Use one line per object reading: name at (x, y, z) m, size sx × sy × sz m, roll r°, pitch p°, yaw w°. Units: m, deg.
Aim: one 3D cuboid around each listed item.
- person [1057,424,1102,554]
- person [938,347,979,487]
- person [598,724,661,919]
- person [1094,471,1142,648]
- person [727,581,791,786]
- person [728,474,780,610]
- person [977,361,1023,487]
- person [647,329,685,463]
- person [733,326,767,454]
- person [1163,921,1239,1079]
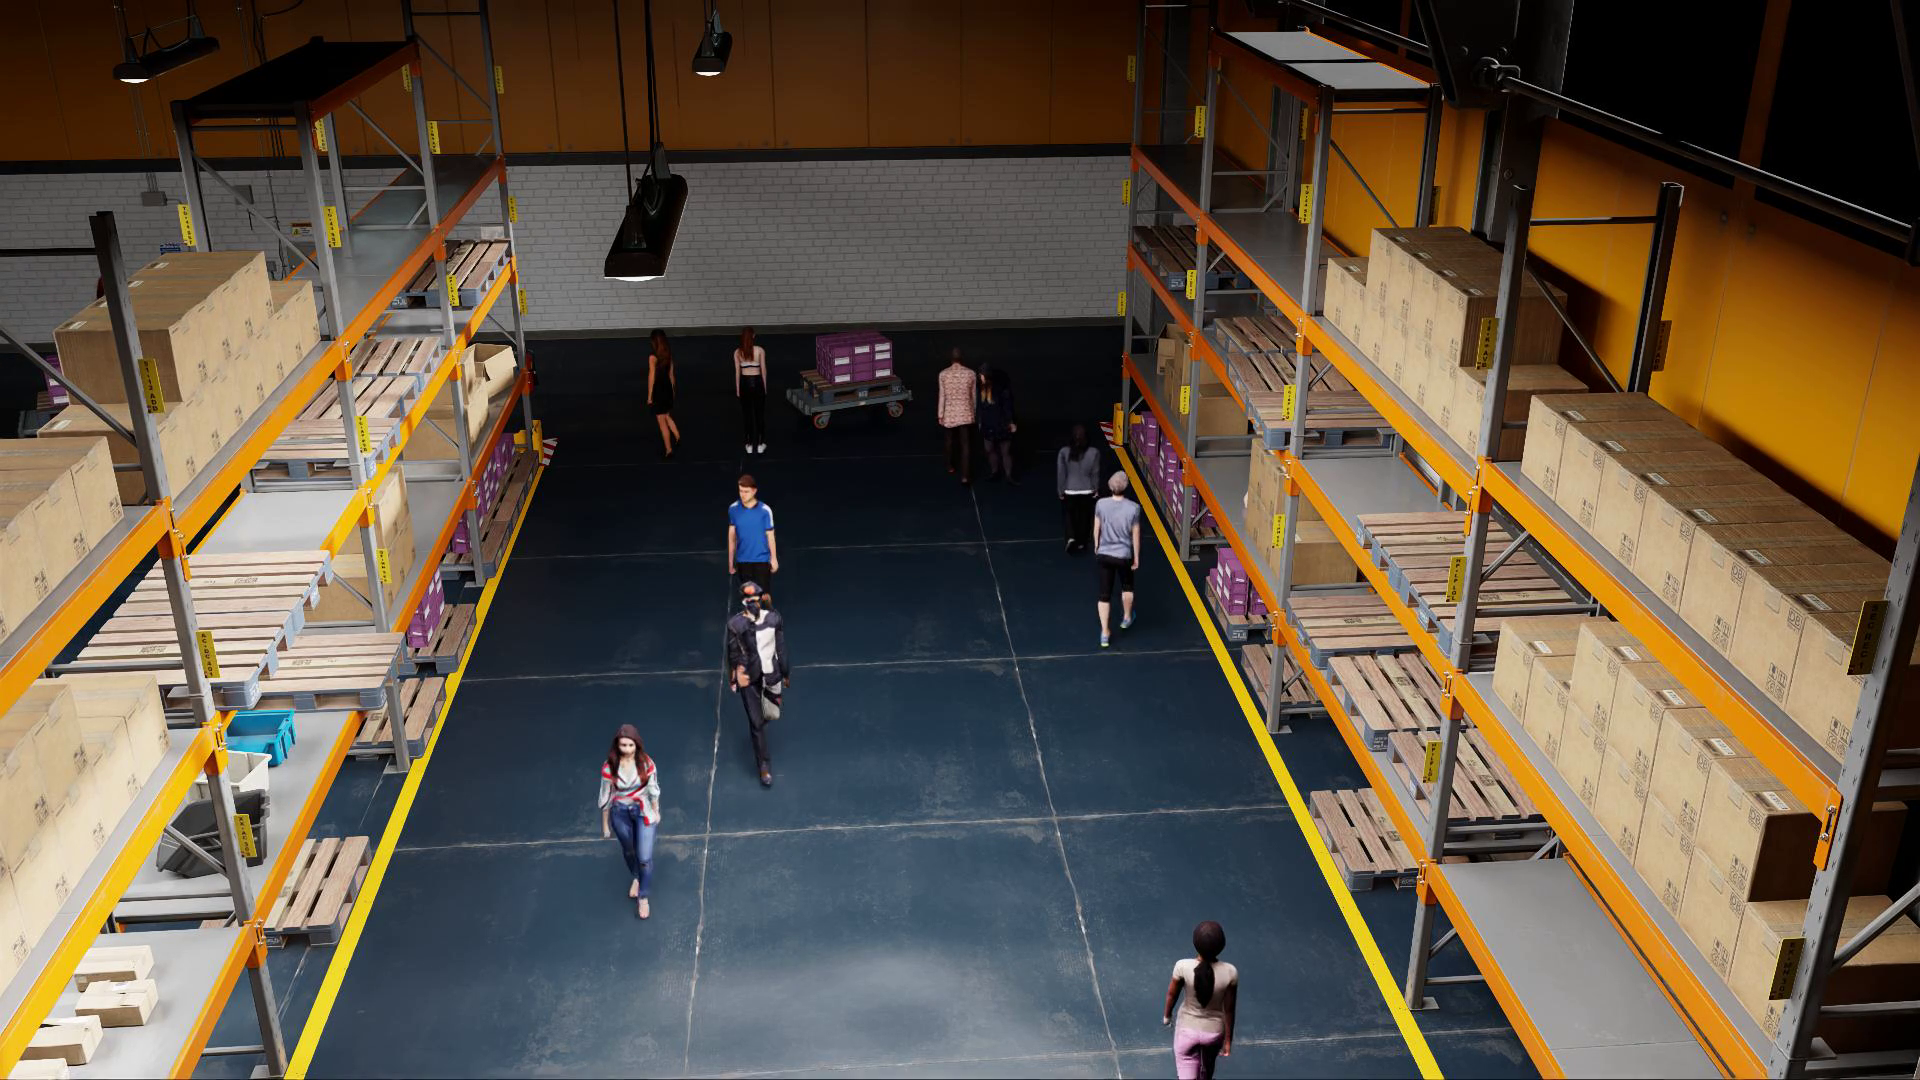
person at (1.383, -0.573, 19.345) m, size 0.704 × 1.583 × 0.831 m, roll 0°, pitch 24°, yaw 0°
person at (-0.015, -1.550, 21.333) m, size 0.703 × 1.780 × 1.178 m, roll -1°, pitch 24°, yaw -2°
person at (-2.582, 2.130, 13.150) m, size 0.619 × 1.591 × 0.768 m, roll -2°, pitch 24°, yaw -4°
person at (1.591, 0.226, 17.169) m, size 0.857 × 1.862 × 1.063 m, roll 5°, pitch 24°, yaw 12°
person at (-1.811, 1.206, 14.914) m, size 0.871 × 1.872 × 1.177 m, roll -8°, pitch 25°, yaw -17°
person at (-2.109, 0.155, 17.344) m, size 0.778 × 1.852 × 0.807 m, roll 5°, pitch 24°, yaw 12°
person at (0.549, -1.485, 21.343) m, size 0.896 × 1.654 × 0.911 m, roll 8°, pitch 25°, yaw 18°
person at (-3.863, -1.885, 22.045) m, size 0.814 × 1.825 × 0.767 m, roll 11°, pitch 26°, yaw 24°
person at (-2.816, -2.036, 22.491) m, size 0.581 × 1.743 × 0.546 m, roll -1°, pitch 24°, yaw -2°
person at (1.515, 3.216, 10.538) m, size 0.714 × 1.694 × 1.169 m, roll 2°, pitch 24°, yaw 4°
